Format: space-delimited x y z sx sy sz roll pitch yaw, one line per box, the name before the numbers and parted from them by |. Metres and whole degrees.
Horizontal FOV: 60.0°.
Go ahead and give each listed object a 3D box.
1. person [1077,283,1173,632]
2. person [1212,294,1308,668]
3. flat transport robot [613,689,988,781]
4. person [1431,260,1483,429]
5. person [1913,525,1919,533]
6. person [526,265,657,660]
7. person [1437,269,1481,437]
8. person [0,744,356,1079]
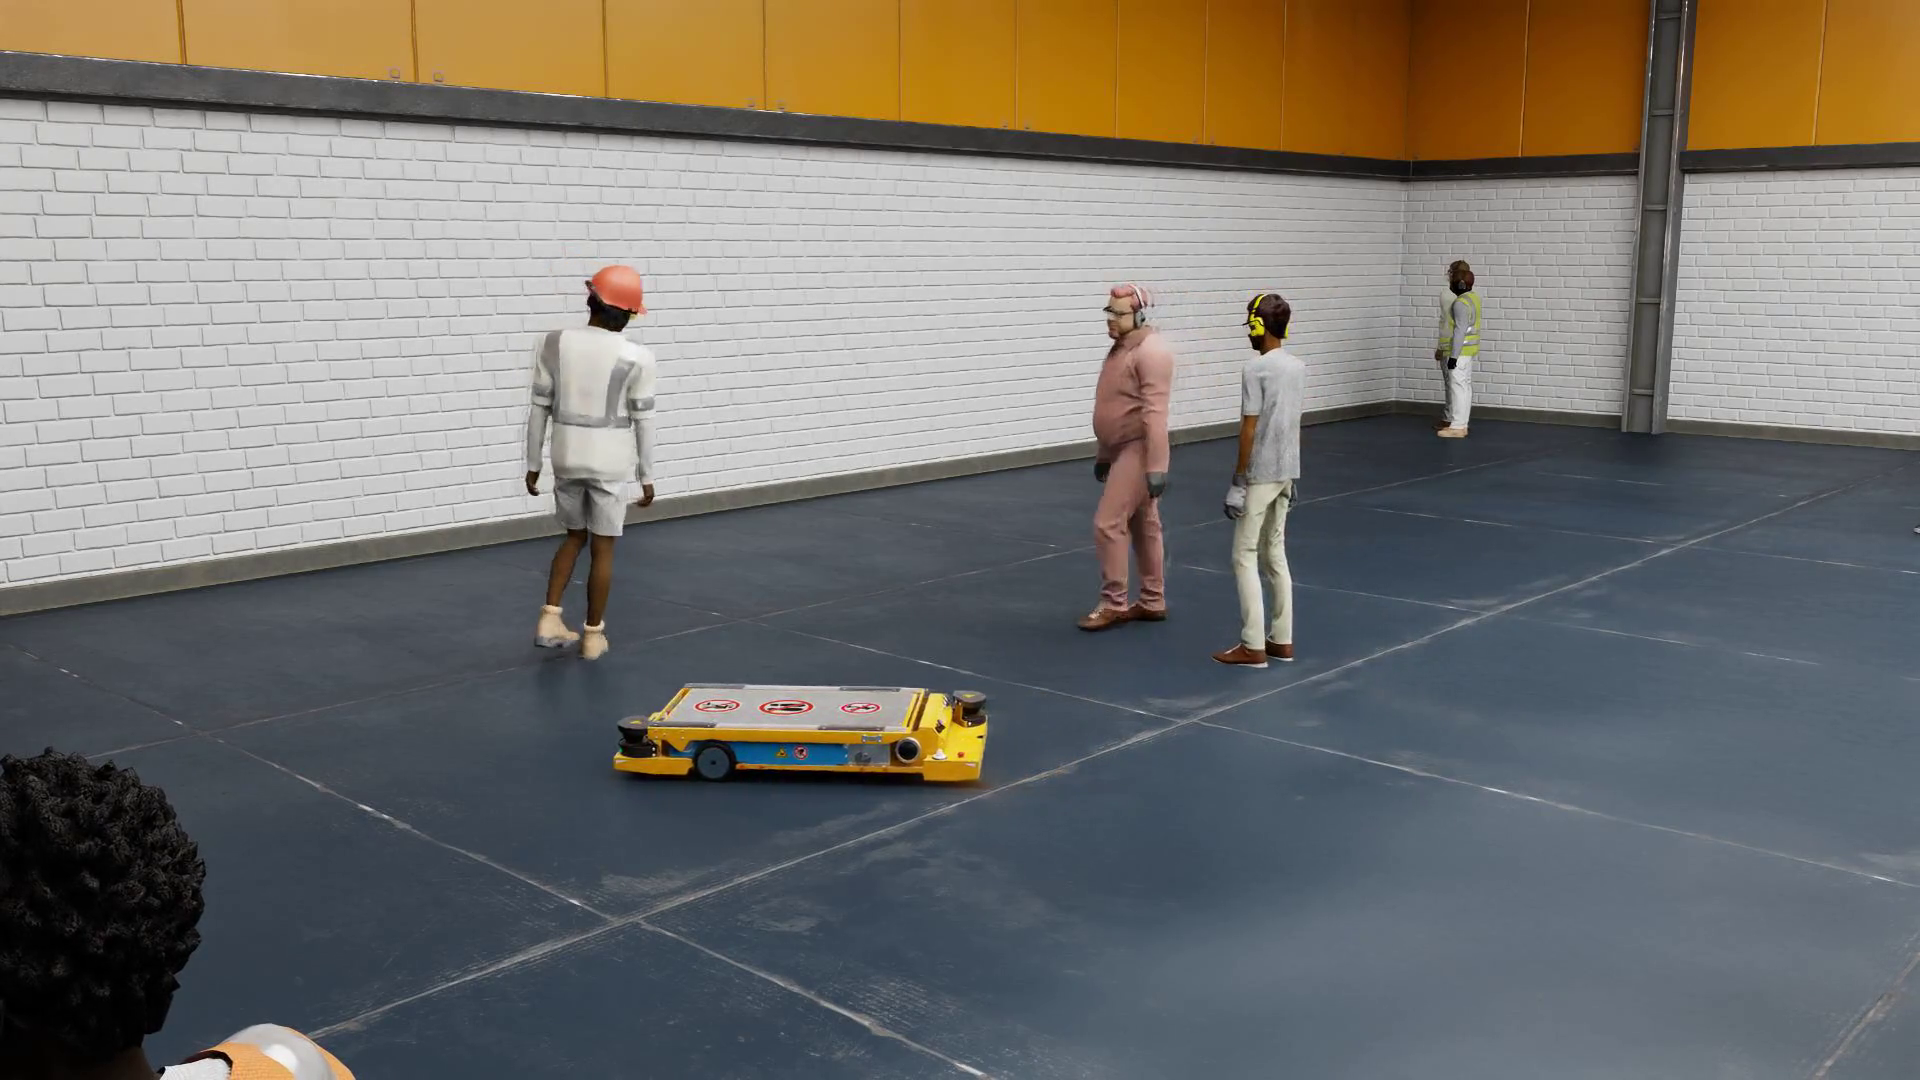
person | 0.857 -0.439 9.021 0.699 1.879 0.732 -2 10 -9
person | 1.510 -0.291 8.279 0.348 1.853 0.540 9 13 42
flat transport robot | -0.618 0.768 6.743 1.431 0.197 0.652 1 10 4
person | 5.695 -2.232 19.079 0.630 1.940 0.371 -7 12 -34
person | 7.140 -0.906 11.867 0.403 1.826 0.596 -2 10 -11
person | -1.835 -0.363 8.323 0.715 1.996 0.385 2 10 10
person | 5.497 -2.054 18.337 0.429 1.846 0.625 5 11 27
person | -0.672 0.999 1.396 0.320 1.694 0.532 3 10 16
